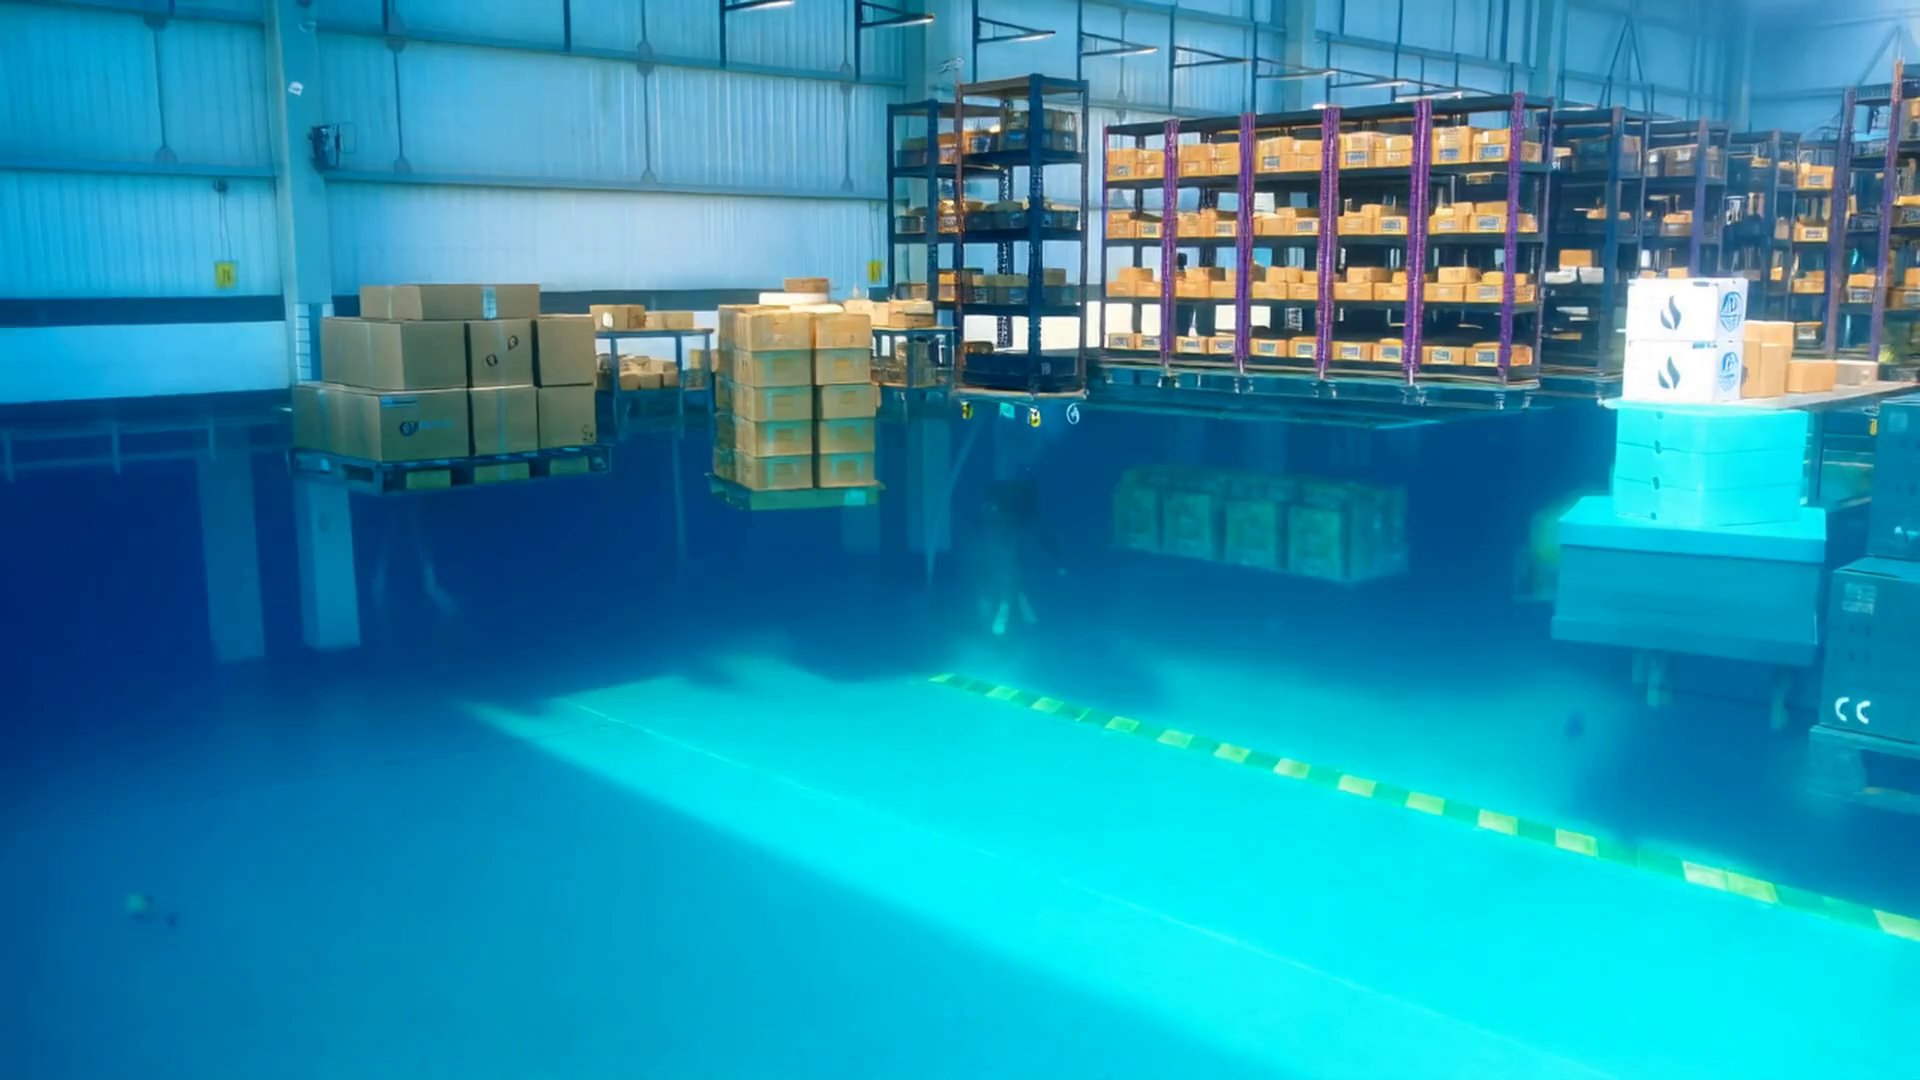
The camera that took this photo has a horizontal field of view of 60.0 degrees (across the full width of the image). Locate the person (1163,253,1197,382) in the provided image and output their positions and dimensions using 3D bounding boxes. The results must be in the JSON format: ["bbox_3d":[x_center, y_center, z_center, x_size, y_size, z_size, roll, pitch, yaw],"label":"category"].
[{"bbox_3d":[3.183,-3.208,24.026,0.564,1.839,0.396,7,12,37],"label":"person"}]

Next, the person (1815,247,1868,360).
[{"bbox_3d":[14.554,-3.828,27.376,0.658,1.977,0.618,7,12,37],"label":"person"}]

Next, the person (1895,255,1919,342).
[{"bbox_3d":[13.696,-3.211,24.056,0.403,1.837,0.587,5,11,28],"label":"person"}]
